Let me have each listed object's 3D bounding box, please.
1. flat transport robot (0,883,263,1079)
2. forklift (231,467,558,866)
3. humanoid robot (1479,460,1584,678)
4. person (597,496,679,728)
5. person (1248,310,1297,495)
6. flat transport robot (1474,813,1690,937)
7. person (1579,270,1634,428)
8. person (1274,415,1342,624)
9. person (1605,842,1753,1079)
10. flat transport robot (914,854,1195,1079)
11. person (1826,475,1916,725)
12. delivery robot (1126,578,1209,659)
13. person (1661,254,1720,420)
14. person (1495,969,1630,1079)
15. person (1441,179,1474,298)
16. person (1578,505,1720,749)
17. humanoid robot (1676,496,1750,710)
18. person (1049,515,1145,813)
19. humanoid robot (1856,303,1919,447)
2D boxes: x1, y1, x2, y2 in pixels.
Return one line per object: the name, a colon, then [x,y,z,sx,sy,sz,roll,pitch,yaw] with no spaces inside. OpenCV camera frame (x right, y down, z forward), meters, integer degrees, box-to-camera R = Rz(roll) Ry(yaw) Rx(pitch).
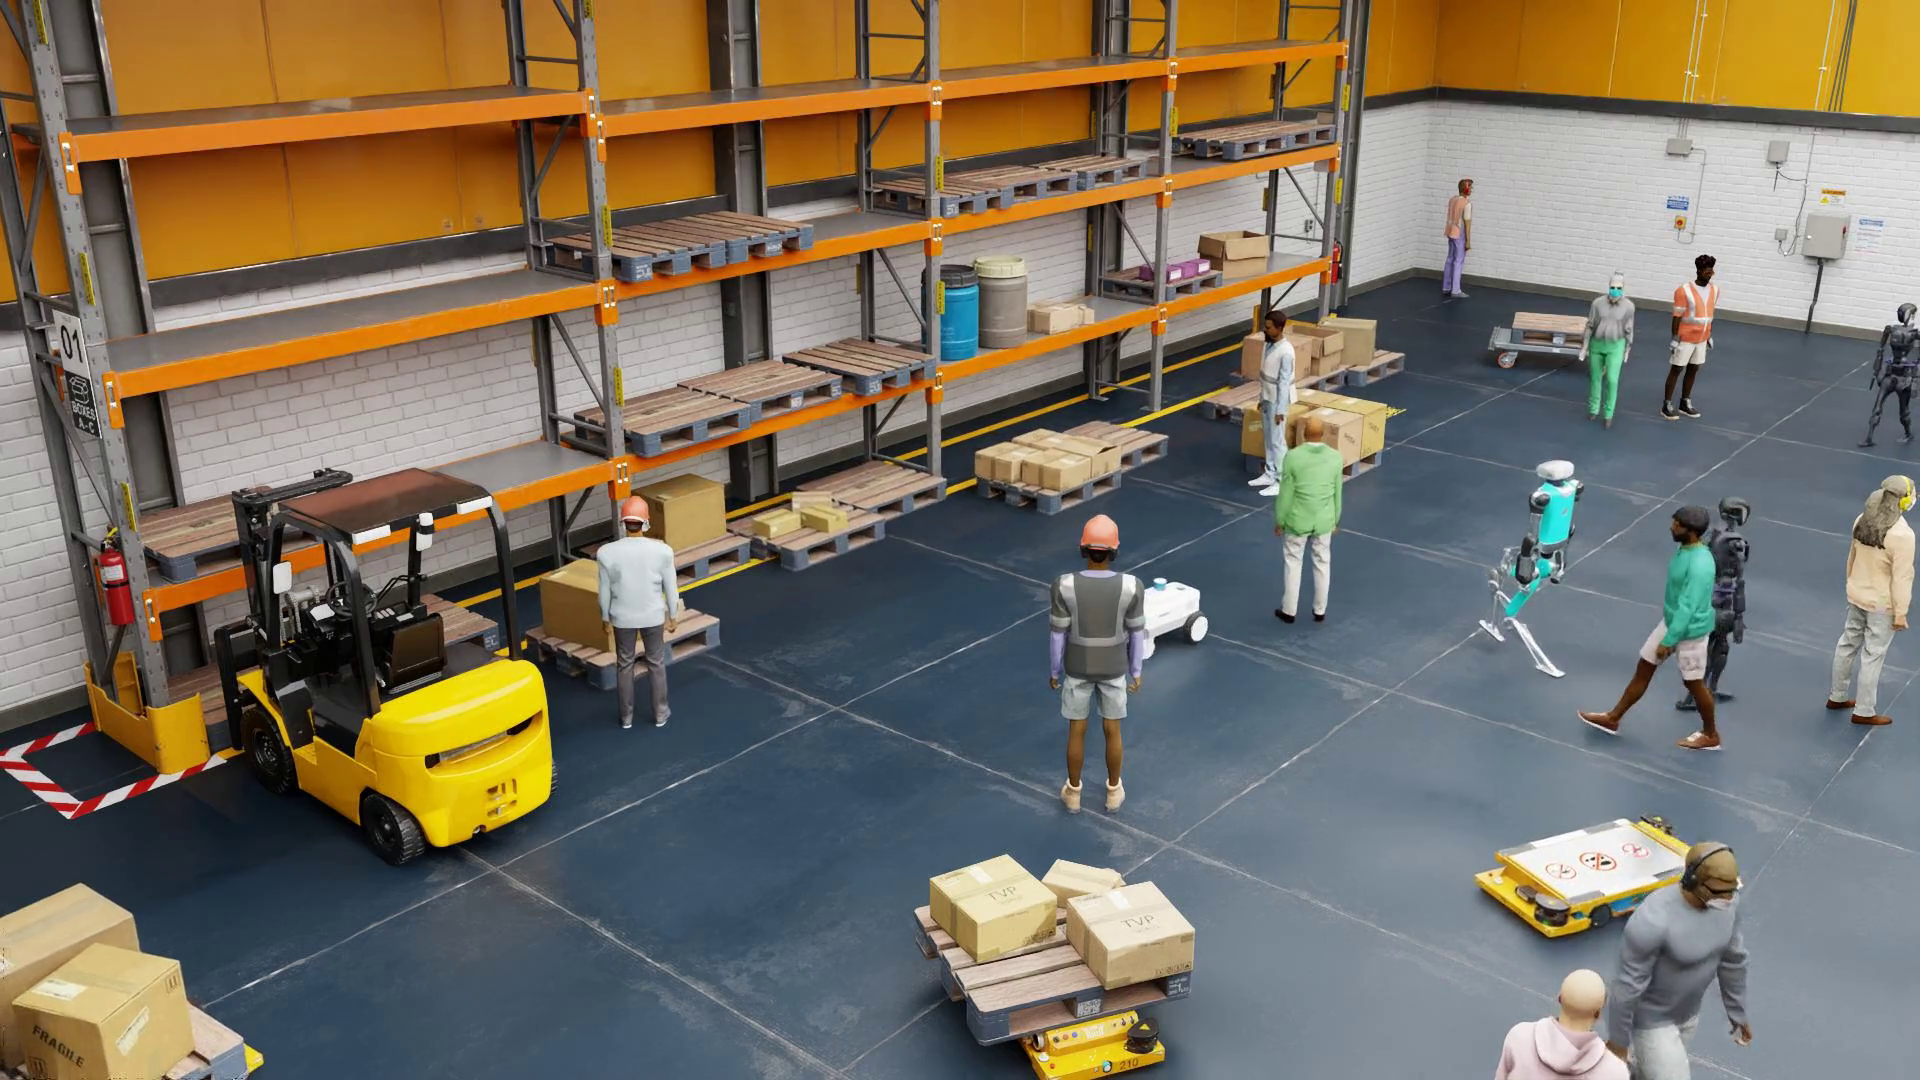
flat transport robot: [-4.245,2.744,8.115,0.659,0.231,1.431,14,24,33]
forklift: [-3.730,0.710,10.856,2.313,2.155,1.214,17,26,38]
humanoid robot: [4.388,0.166,13.075,0.561,1.776,1.054,-13,24,-31]
person: [-2.314,0.524,12.009,0.571,1.739,0.347,-3,21,-9]
person: [3.232,-1.413,17.022,0.386,1.909,0.588,-3,21,-9]
flat transport robot: [3.909,2.021,10.076,1.431,0.231,0.659,-9,22,-22]
person: [7.489,-2.215,19.323,0.542,1.819,0.742,11,23,27]
person: [2.883,-0.161,13.804,0.552,1.783,0.388,-2,20,-5]
person: [3.194,2.155,7.344,0.664,1.900,0.768,-14,24,-32]
flat transport robot: [0.486,2.411,9.018,0.659,0.231,1.431,-8,22,-20]
person: [6.628,0.433,12.063,0.413,1.877,0.550,-4,21,-12]
delivery robot: [1.628,0.607,13.515,0.814,0.610,0.499,-17,26,-39]
person: [8.631,-2.396,19.596,0.612,1.963,0.362,-7,21,-18]
person: [2.344,2.498,6.613,0.537,1.774,0.415,13,24,31]
person: [7.819,-4.738,26.110,0.383,1.845,0.569,-6,21,-15]
person: [4.985,0.622,11.666,0.976,1.793,0.514,2,20,5]
humanoid robot: [5.608,0.476,12.235,0.457,1.642,0.587,0,20,0]
person: [0.878,0.813,10.791,0.613,2.042,0.370,0,20,0]
humanoid robot: [10.497,-1.833,18.575,0.791,1.635,0.589,-10,22,-25]
